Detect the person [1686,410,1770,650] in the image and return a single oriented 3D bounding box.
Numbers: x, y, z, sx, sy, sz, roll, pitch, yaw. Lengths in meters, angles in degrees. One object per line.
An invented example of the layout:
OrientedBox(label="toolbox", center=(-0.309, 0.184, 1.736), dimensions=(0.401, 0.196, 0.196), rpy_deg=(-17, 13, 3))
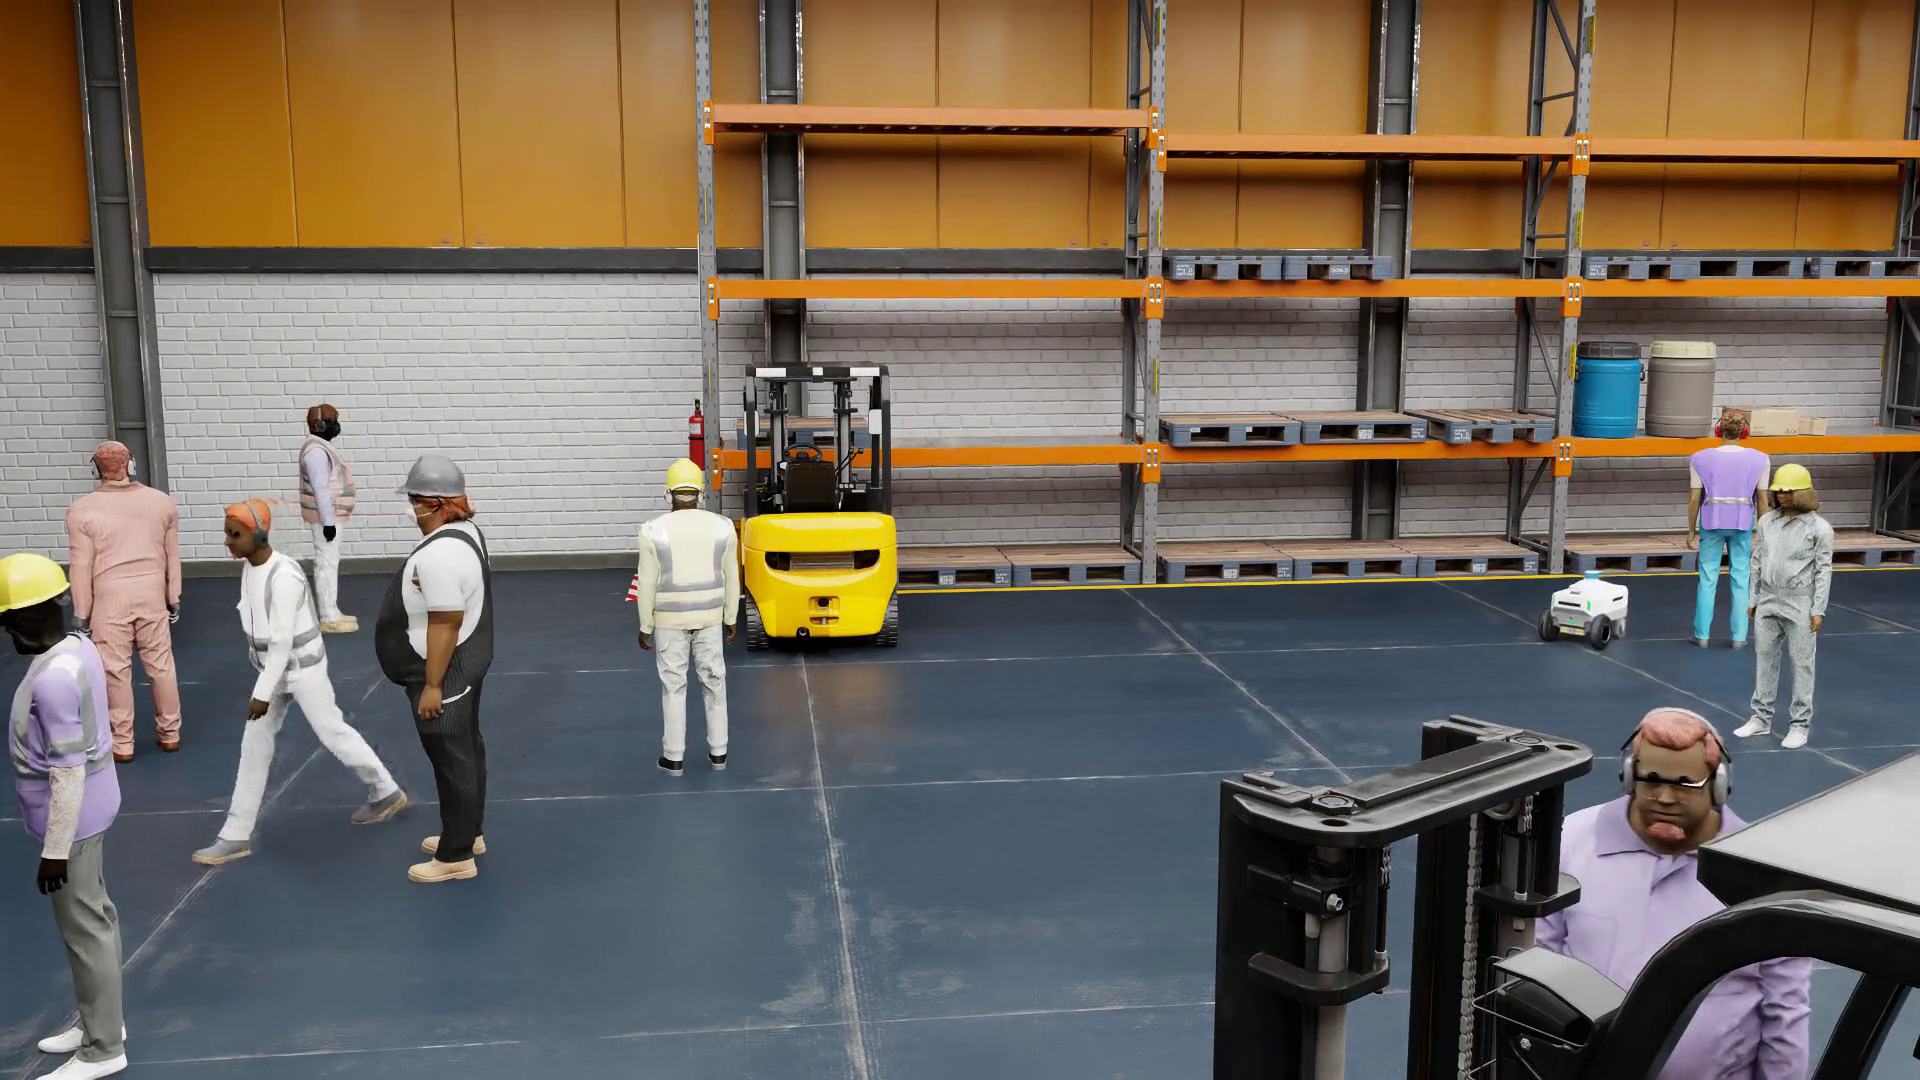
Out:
OrientedBox(label="person", center=(5.878, -0.071, 12.769), dimensions=(0.567, 1.846, 0.389), rpy_deg=(3, 10, 18))

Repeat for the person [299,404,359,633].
OrientedBox(label="person", center=(-5.098, -0.176, 13.445), dimensions=(0.429, 1.844, 0.627), rpy_deg=(-3, 10, -20))

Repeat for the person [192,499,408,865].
OrientedBox(label="person", center=(-3.311, 0.667, 8.366), dimensions=(0.559, 1.810, 1.100), rpy_deg=(7, 12, 38))

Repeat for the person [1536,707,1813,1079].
OrientedBox(label="person", center=(1.634, 1.319, 3.937), dimensions=(0.646, 1.899, 0.403), rpy_deg=(6, 11, 31))

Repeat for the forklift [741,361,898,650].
OrientedBox(label="forklift", center=(-1.154, -0.340, 13.365), dimensions=(1.214, 2.155, 2.313), rpy_deg=(-1, 9, -7))

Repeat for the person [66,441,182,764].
OrientedBox(label="person", center=(-4.959, 0.364, 9.876), dimensions=(0.401, 1.904, 0.648), rpy_deg=(7, 12, 39))

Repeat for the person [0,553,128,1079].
OrientedBox(label="person", center=(-3.203, 0.990, 5.923), dimensions=(0.380, 1.919, 0.585), rpy_deg=(-4, 10, -22))

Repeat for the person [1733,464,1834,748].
OrientedBox(label="person", center=(5.043, 0.397, 10.172), dimensions=(0.324, 1.740, 0.492), rpy_deg=(-6, 11, -32))

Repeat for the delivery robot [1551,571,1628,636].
OrientedBox(label="delivery robot", center=(4.937, 0.484, 13.031), dimensions=(0.707, 0.478, 0.477), rpy_deg=(-9, 13, -44))

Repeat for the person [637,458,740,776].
OrientedBox(label="person", center=(-1.572, 0.443, 9.604), dimensions=(0.601, 1.830, 0.404), rpy_deg=(-4, 10, -24))

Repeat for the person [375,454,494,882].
OrientedBox(label="person", center=(-2.516, 0.600, 7.975), dimensions=(0.538, 2.000, 0.683), rpy_deg=(-1, 9, -7))

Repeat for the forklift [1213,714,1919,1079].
OrientedBox(label="forklift", center=(1.441, 1.425, 2.350), dimensions=(1.214, 2.155, 2.313), rpy_deg=(-7, 12, -39))
